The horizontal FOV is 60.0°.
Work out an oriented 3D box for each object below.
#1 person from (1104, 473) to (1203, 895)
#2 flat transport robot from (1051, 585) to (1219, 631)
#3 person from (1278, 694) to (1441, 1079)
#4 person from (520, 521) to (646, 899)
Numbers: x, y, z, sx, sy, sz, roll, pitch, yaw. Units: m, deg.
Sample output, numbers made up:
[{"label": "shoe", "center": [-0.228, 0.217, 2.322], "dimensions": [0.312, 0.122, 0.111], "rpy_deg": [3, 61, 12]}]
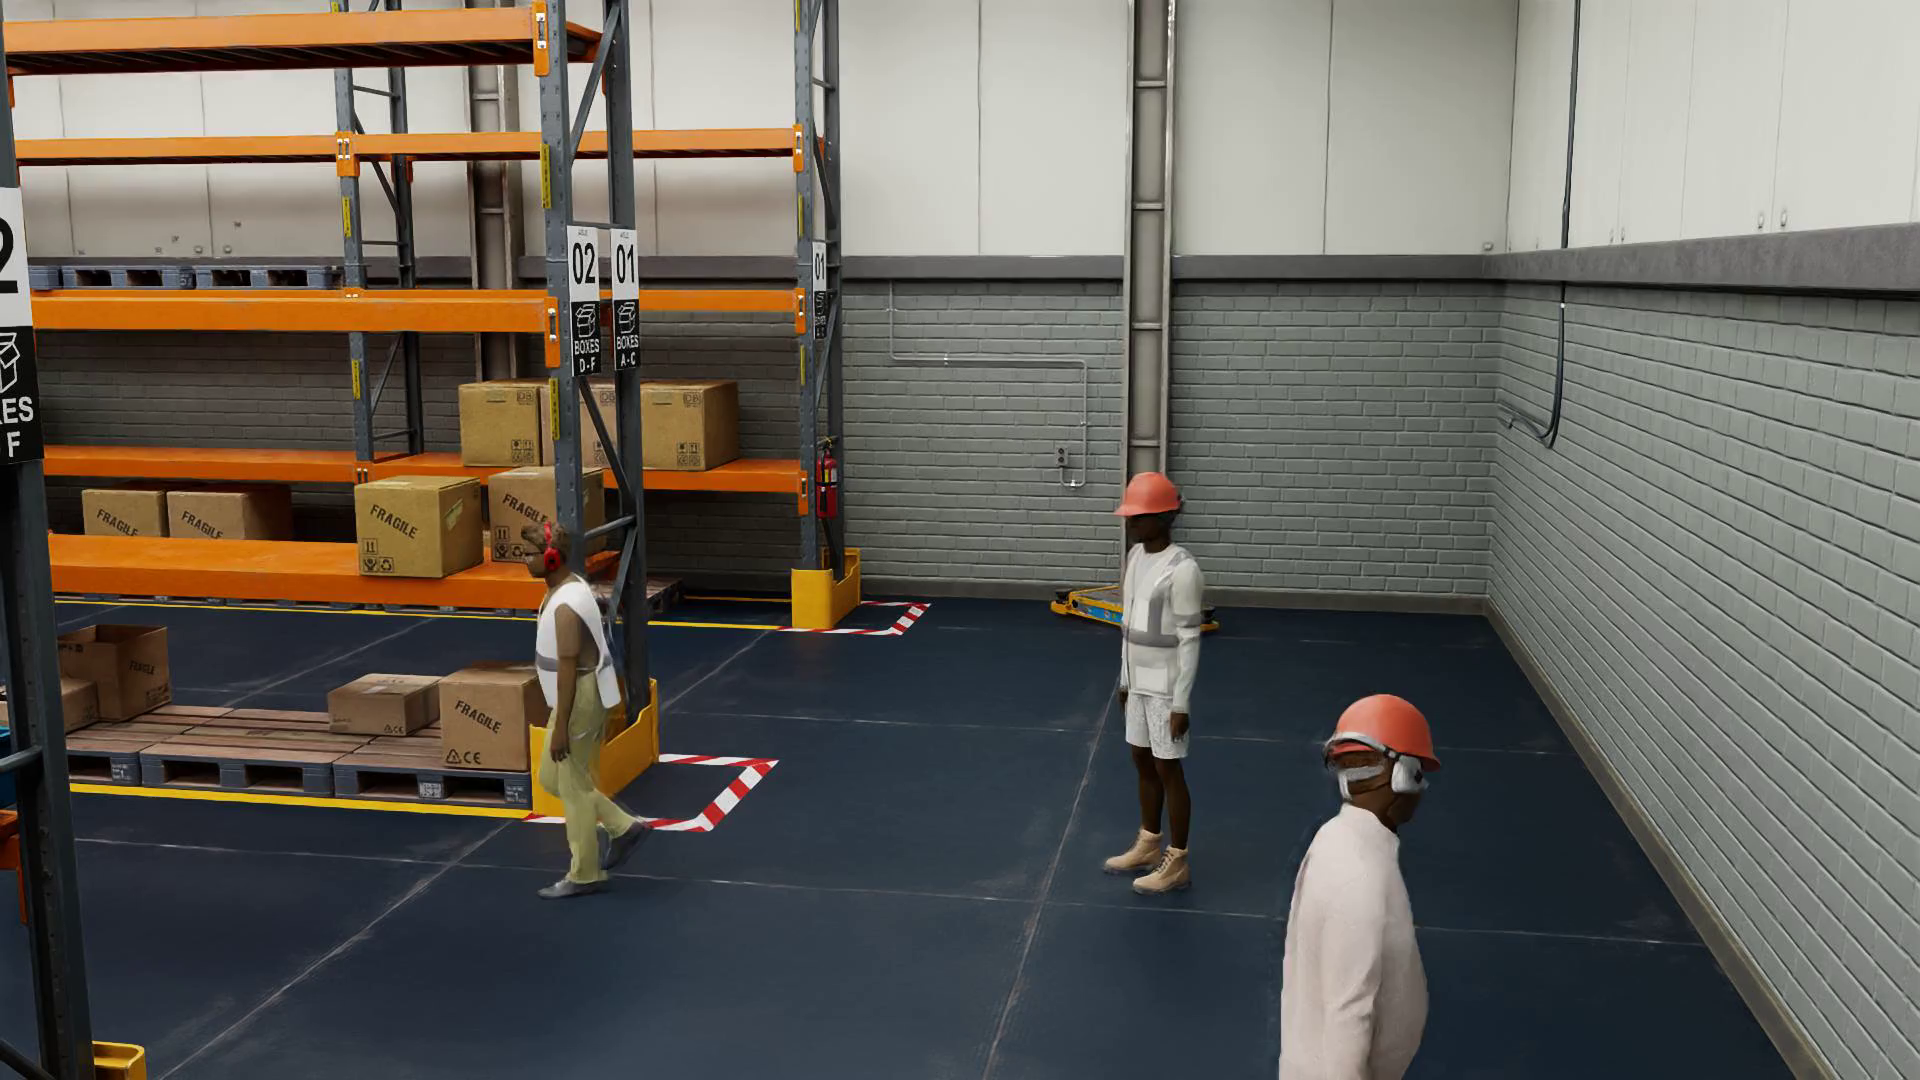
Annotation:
[{"label": "person", "center": [0.914, 0.691, 8.020], "dimensions": [0.409, 2.038, 0.616], "rpy_deg": [-4, 10, -21]}, {"label": "flat transport robot", "center": [1.466, 0.587, 14.118], "dimensions": [0.652, 0.197, 1.431], "rpy_deg": [-6, 11, -35]}, {"label": "person", "center": [0.975, 1.359, 4.204], "dimensions": [0.800, 1.928, 0.690], "rpy_deg": [2, 9, 14]}, {"label": "person", "center": [-1.817, 0.808, 7.941], "dimensions": [0.481, 1.825, 0.591], "rpy_deg": [-3, 10, -19]}]
